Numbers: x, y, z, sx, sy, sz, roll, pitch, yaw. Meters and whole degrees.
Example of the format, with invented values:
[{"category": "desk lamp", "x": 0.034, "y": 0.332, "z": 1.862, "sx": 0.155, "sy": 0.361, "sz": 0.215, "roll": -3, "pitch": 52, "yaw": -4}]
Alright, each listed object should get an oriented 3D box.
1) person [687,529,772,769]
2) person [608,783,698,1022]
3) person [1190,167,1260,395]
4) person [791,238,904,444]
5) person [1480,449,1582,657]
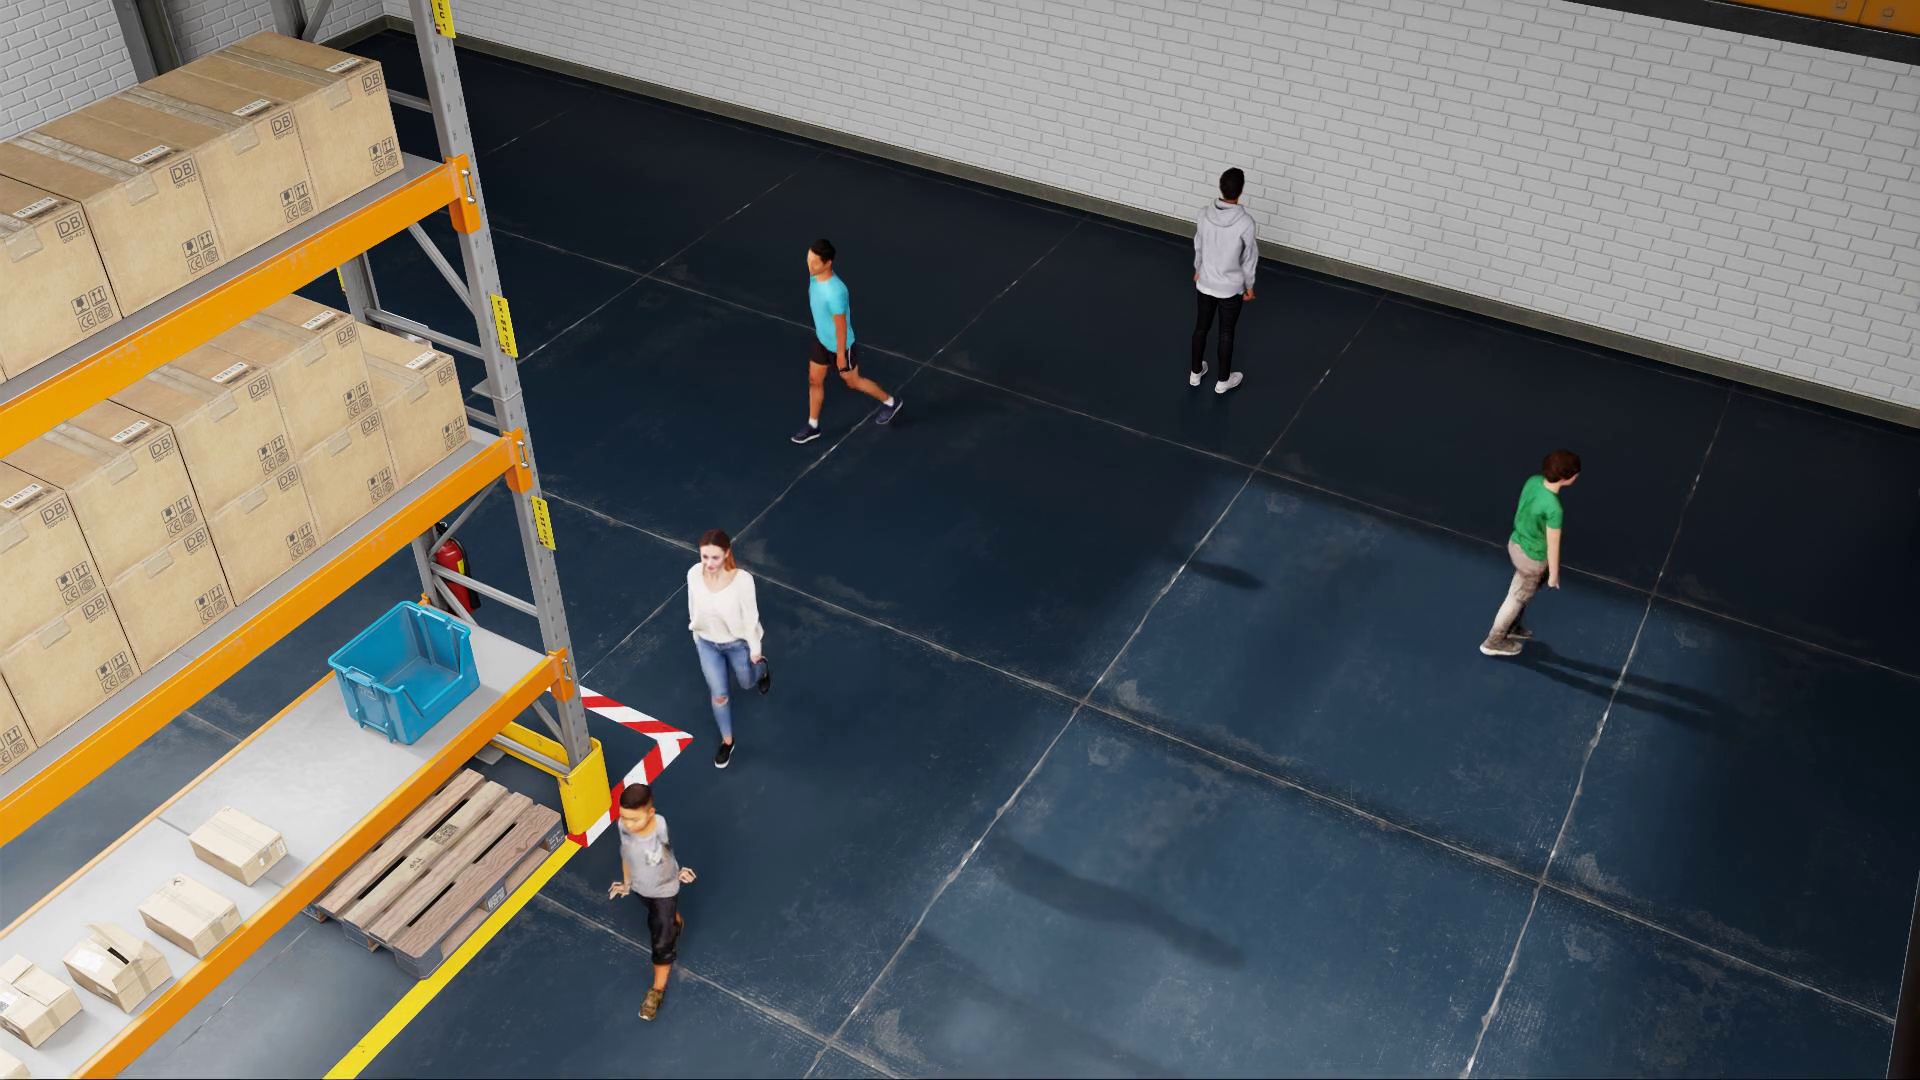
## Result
[{"category": "person", "x": -1.399, "y": 0.578, "z": 10.164, "sx": 0.797, "sy": 1.675, "sz": 1.068, "roll": 9, "pitch": 39, "yaw": 11}, {"category": "person", "x": -1.634, "y": 1.736, "z": 8.917, "sx": 0.798, "sy": 1.421, "sz": 1.070, "roll": 6, "pitch": 39, "yaw": 8}, {"category": "person", "x": 2.084, "y": -2.069, "z": 13.274, "sx": 0.681, "sy": 1.930, "sz": 0.588, "roll": 21, "pitch": 43, "yaw": 25}, {"category": "person", "x": -0.864, "y": -1.541, "z": 12.766, "sx": 1.262, "sy": 1.738, "sz": 1.047, "roll": -18, "pitch": 42, "yaw": -21}, {"category": "person", "x": 3.620, "y": 0.098, "z": 10.796, "sx": 0.789, "sy": 1.636, "sz": 0.716, "roll": -2, "pitch": 39, "yaw": -3}]
